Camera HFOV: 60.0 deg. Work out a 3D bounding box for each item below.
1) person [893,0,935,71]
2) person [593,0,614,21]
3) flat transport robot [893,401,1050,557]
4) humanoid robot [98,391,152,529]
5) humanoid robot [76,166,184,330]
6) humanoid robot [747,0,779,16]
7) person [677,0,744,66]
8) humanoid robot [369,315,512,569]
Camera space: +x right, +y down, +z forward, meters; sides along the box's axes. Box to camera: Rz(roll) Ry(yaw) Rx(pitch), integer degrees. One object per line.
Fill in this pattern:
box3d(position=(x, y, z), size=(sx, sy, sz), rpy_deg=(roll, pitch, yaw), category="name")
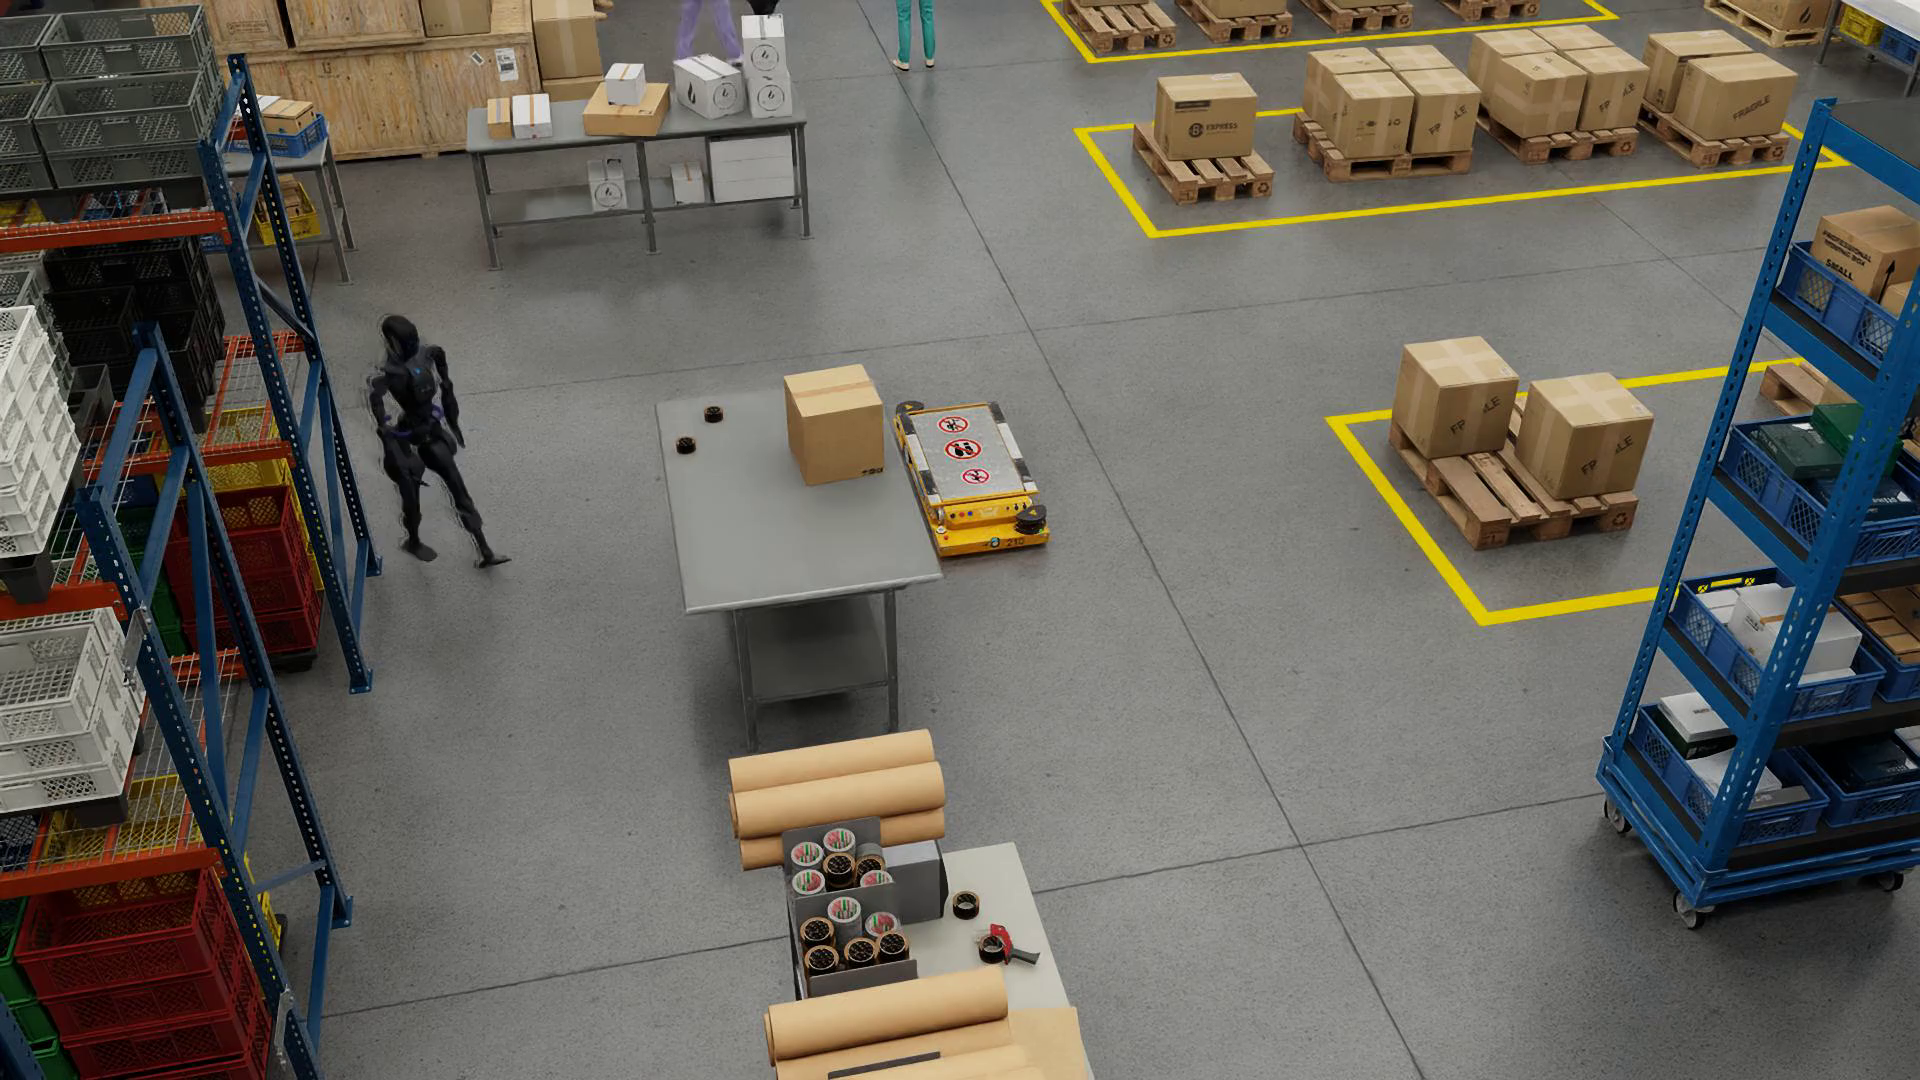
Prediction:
box3d(position=(-0.438, -5.214, 15.307), size=(0.524, 1.768, 0.313), rpy_deg=(-11, 38, -15), category="person")
box3d(position=(-3.700, -6.178, 16.374), size=(0.536, 2.000, 0.679), rpy_deg=(1, 37, 2), category="person")
box3d(position=(0.046, -0.430, 10.108), size=(0.652, 0.197, 1.431), rpy_deg=(-8, 37, -10), category="flat transport robot")
box3d(position=(-4.826, -0.760, 9.388), size=(0.562, 1.655, 0.325), rpy_deg=(8, 37, 10), category="humanoid robot")
box3d(position=(-5.458, -1.918, 10.940), size=(0.585, 1.657, 0.331), rpy_deg=(-27, 45, -32), category="humanoid robot")
box3d(position=(-1.667, -4.211, 14.041), size=(0.364, 1.650, 0.601), rpy_deg=(-8, 37, -11), category="humanoid robot")
box3d(position=(-2.294, -5.298, 15.325), size=(0.874, 1.873, 0.612), rpy_deg=(-7, 37, -9), category="person")
box3d(position=(-2.911, -0.510, 9.094), size=(0.774, 1.614, 0.593), rpy_deg=(25, 43, 29), category="humanoid robot")
